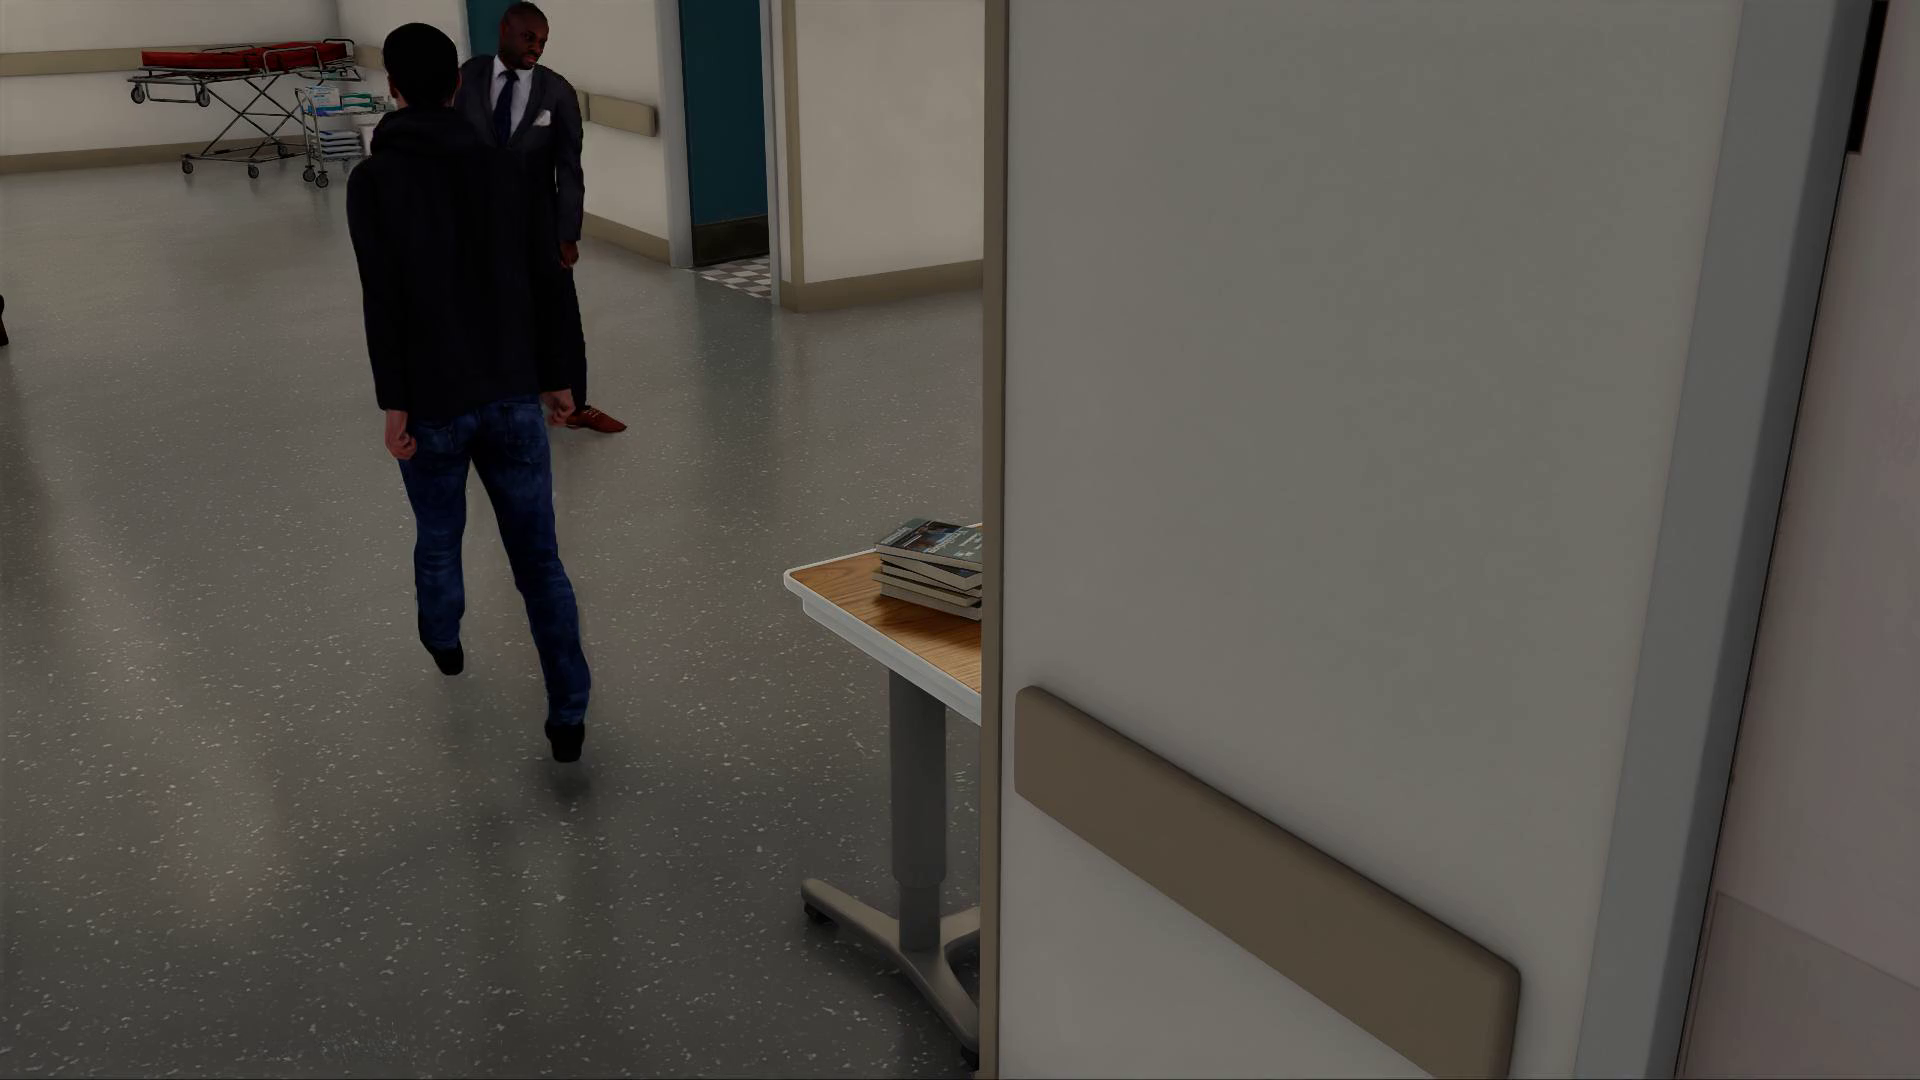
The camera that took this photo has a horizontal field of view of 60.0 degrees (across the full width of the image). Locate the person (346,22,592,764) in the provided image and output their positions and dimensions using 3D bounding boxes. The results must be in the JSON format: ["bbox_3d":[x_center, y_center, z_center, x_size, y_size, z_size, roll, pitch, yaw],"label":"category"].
[{"bbox_3d":[-1.217,-0.305,4.240,0.774,1.816,1.299,-11,23,-27],"label":"person"}]

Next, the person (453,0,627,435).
[{"bbox_3d":[-1.854,-1.261,6.792,0.889,1.796,0.912,8,22,19],"label":"person"}]
